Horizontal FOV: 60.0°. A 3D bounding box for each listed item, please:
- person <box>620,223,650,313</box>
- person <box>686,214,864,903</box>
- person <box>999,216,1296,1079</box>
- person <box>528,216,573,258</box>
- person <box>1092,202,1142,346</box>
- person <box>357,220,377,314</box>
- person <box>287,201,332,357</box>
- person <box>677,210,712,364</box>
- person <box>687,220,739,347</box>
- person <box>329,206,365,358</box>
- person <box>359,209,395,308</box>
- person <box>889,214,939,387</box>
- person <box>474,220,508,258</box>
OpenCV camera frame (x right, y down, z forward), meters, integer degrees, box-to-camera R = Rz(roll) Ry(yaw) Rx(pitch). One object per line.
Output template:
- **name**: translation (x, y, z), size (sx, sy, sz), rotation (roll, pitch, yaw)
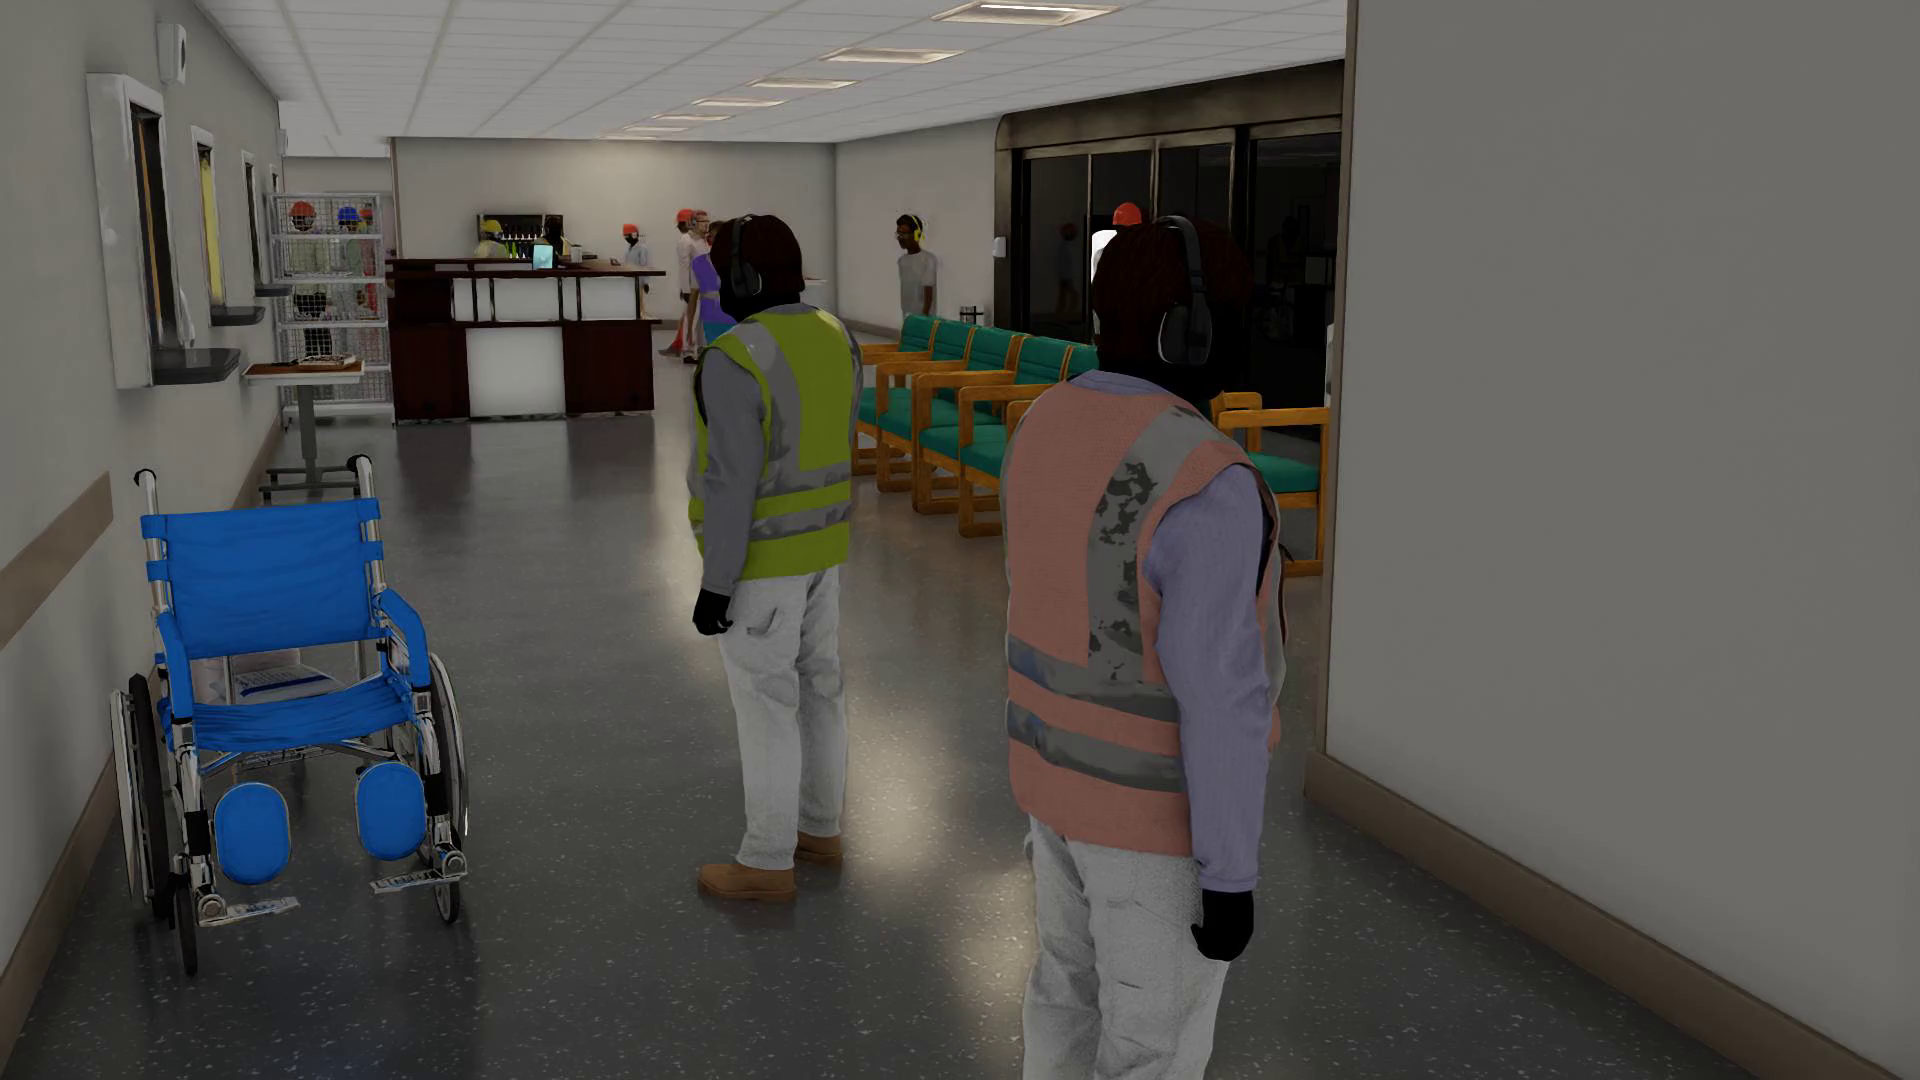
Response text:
- **person**: translation (-4.934, -3.894, 25.029), size (0.566, 1.721, 0.567), rotation (-8, 13, -34)
- **person**: translation (-0.516, 0.056, 4.488), size (0.429, 1.838, 0.622), rotation (5, 12, 26)
- **person**: translation (0.298, 0.417, 2.655), size (0.430, 1.836, 0.619), rotation (-5, 12, -24)
- **person**: translation (-4.998, -3.073, 20.557), size (0.429, 1.835, 0.630), rotation (10, 15, 42)
- **person**: translation (1.323, -1.723, 13.352), size (0.546, 1.939, 0.375), rotation (-4, 12, -18)
- **person**: translation (-10.599, -4.797, 29.574), size (0.525, 1.765, 0.329), rotation (-1, 11, -6)
- **person**: translation (-7.437, -2.855, 19.010), size (0.609, 1.995, 0.378), rotation (8, 14, 36)
- **person**: translation (-3.242, -3.150, 20.774), size (0.399, 1.900, 0.644), rotation (6, 13, 28)
- **person**: translation (-2.076, -1.890, 14.565), size (0.583, 1.803, 0.955), rotation (1, 11, 7)
- **person**: translation (-7.355, -3.033, 20.048), size (0.616, 1.943, 0.398), rotation (11, 15, 43)
- **person**: translation (-11.729, -5.684, 33.525), size (0.917, 2.011, 0.605), rotation (-10, 15, -41)
- **person**: translation (-0.414, -1.737, 13.672), size (0.518, 1.838, 0.793), rotation (11, 15, 43)
- **person**: translation (-6.360, -3.461, 22.684), size (0.601, 1.788, 0.941), rotation (9, 14, 40)
